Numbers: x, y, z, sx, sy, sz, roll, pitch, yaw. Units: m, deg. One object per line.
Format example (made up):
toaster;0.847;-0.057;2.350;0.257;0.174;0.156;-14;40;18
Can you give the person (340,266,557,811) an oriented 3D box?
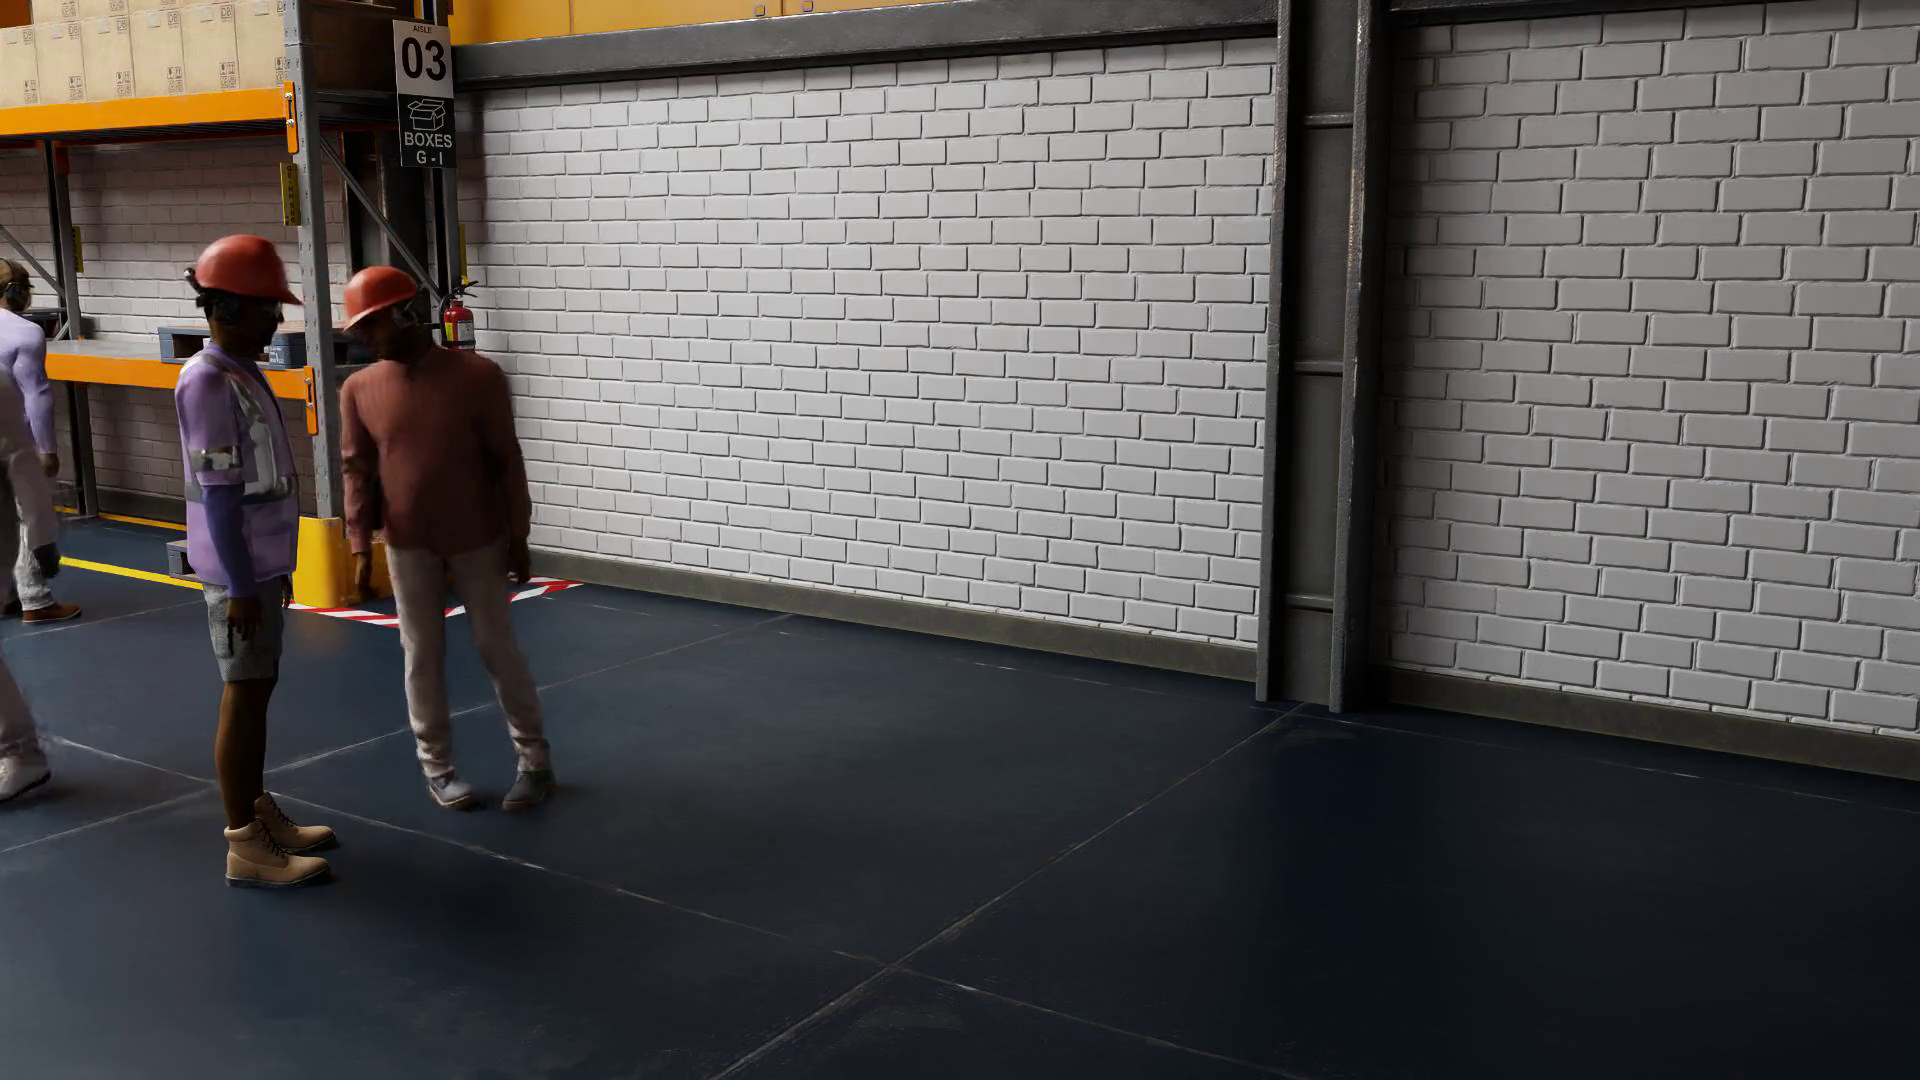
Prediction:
person;-1.836;0.005;5.905;0.654;1.938;0.394;0;10;-3

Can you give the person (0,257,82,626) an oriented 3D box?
person;-4.984;-0.510;8.767;0.629;1.932;0.360;5;11;26

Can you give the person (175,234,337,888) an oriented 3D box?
person;-2.219;0.070;5.248;0.380;2.039;0.607;-3;11;-15

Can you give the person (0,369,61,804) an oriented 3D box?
person;-3.628;0.039;5.945;0.736;1.862;0.541;2;10;9
